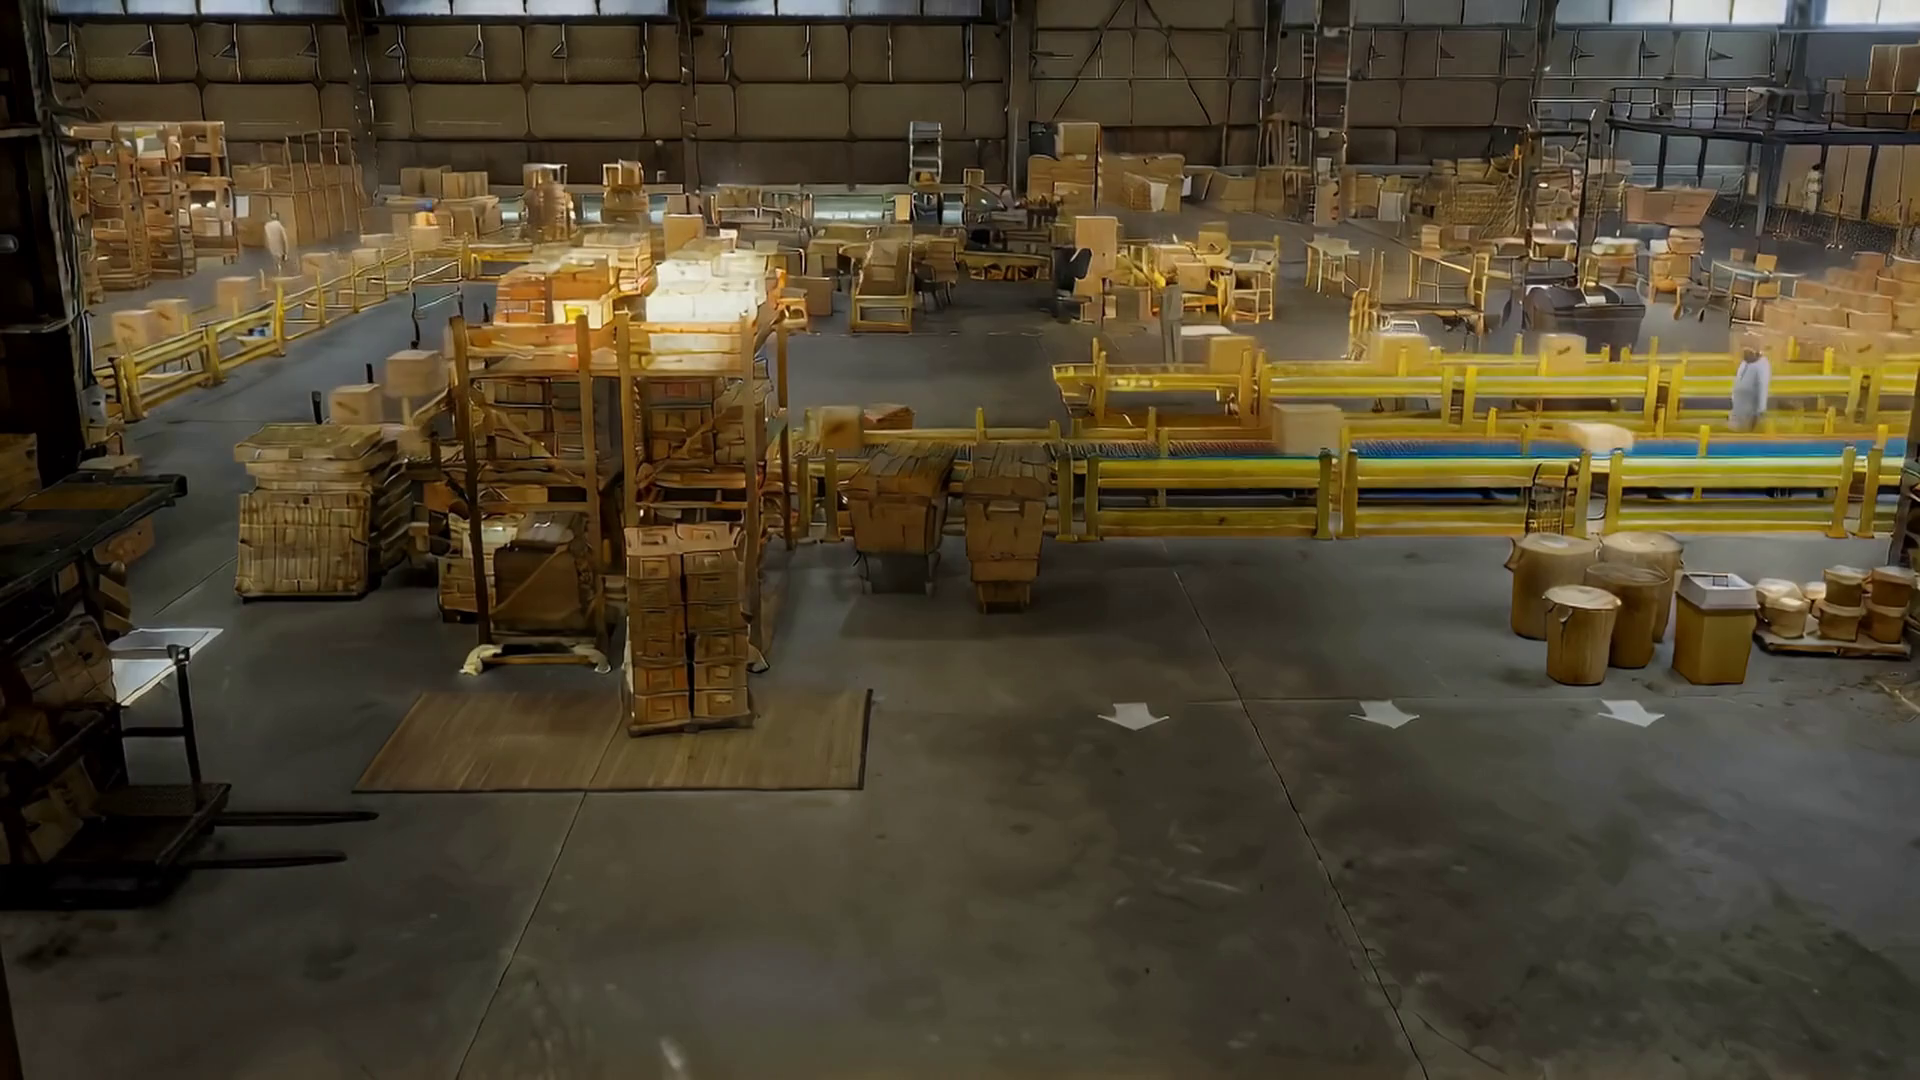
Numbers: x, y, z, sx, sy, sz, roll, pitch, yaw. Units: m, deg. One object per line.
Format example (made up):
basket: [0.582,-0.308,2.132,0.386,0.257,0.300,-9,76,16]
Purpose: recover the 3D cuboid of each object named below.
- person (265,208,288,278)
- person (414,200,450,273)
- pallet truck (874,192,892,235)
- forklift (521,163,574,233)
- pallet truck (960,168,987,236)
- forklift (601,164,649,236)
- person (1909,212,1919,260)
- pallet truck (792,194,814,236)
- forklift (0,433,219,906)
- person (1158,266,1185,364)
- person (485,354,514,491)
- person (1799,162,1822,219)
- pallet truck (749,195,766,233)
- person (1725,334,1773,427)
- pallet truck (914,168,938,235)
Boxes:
person: [-15.305,-6.497,37.395,0.409,1.907,0.651,-15,22,-43]
person: [-13.148,-7.489,41.051,0.593,1.790,0.923,11,19,33]
pallet truck: [-2.277,-9.986,50.594,0.653,1.274,1.630,0,16,-1]
forklift: [-12.233,-10.122,49.298,1.157,1.987,2.680,0,16,-1]
pallet truck: [0.383,-10.230,50.206,0.823,1.965,1.885,-1,16,-3]
forklift: [-9.948,-10.127,49.296,1.157,1.987,2.680,-1,16,-3]
person: [22.842,-7.125,39.422,0.641,1.988,1.035,5,17,17]
pallet truck: [-4.814,-9.883,50.259,0.704,1.261,1.522,-1,16,-3]
forklift: [-5.952,0.780,10.366,1.873,2.768,1.129,0,16,-1]
person: [3.541,-3.706,27.941,0.534,1.767,0.317,-13,20,-37]
person: [-5.568,-1.446,20.203,0.319,1.698,0.538,2,16,6]
person: [28.356,-11.645,55.404,0.582,1.842,0.976,0,16,0]
pallet truck: [-6.051,-9.967,50.660,0.680,1.201,1.601,0,16,-1]
person: [9.845,-1.670,20.767,0.431,1.818,0.618,-1,16,-3]
pallet truck: [-0.989,-10.316,50.507,0.823,1.965,1.885,1,16,3]
